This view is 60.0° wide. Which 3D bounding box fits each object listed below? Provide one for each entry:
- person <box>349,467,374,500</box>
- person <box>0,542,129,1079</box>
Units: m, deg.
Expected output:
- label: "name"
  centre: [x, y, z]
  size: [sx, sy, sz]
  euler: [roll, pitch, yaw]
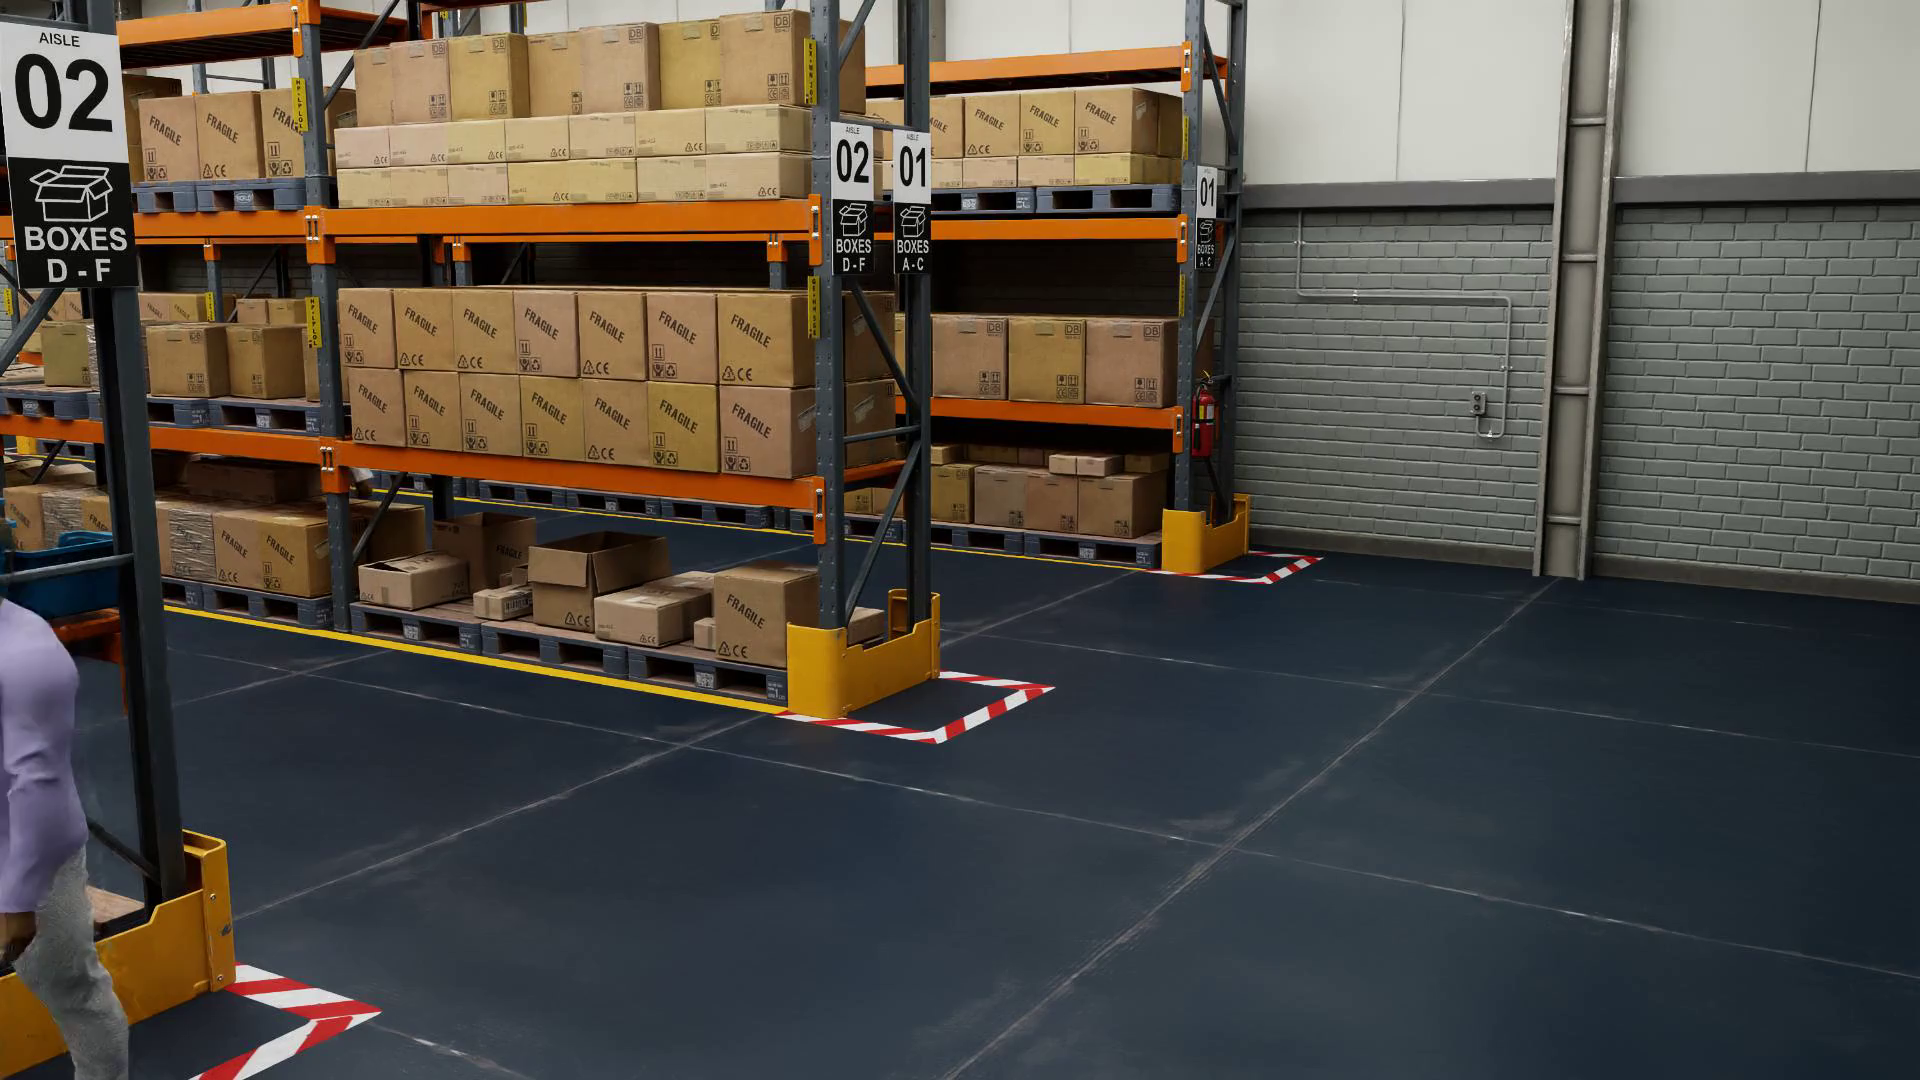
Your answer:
- label: "person"
  centre: [-5.048, -0.747, 13.668]
  size: [0.665, 1.916, 0.587]
  euler: [6, 11, 30]
- label: "person"
  centre: [-2.568, 0.869, 4.238]
  size: [0.652, 1.904, 0.915]
  euler: [5, 11, 28]
